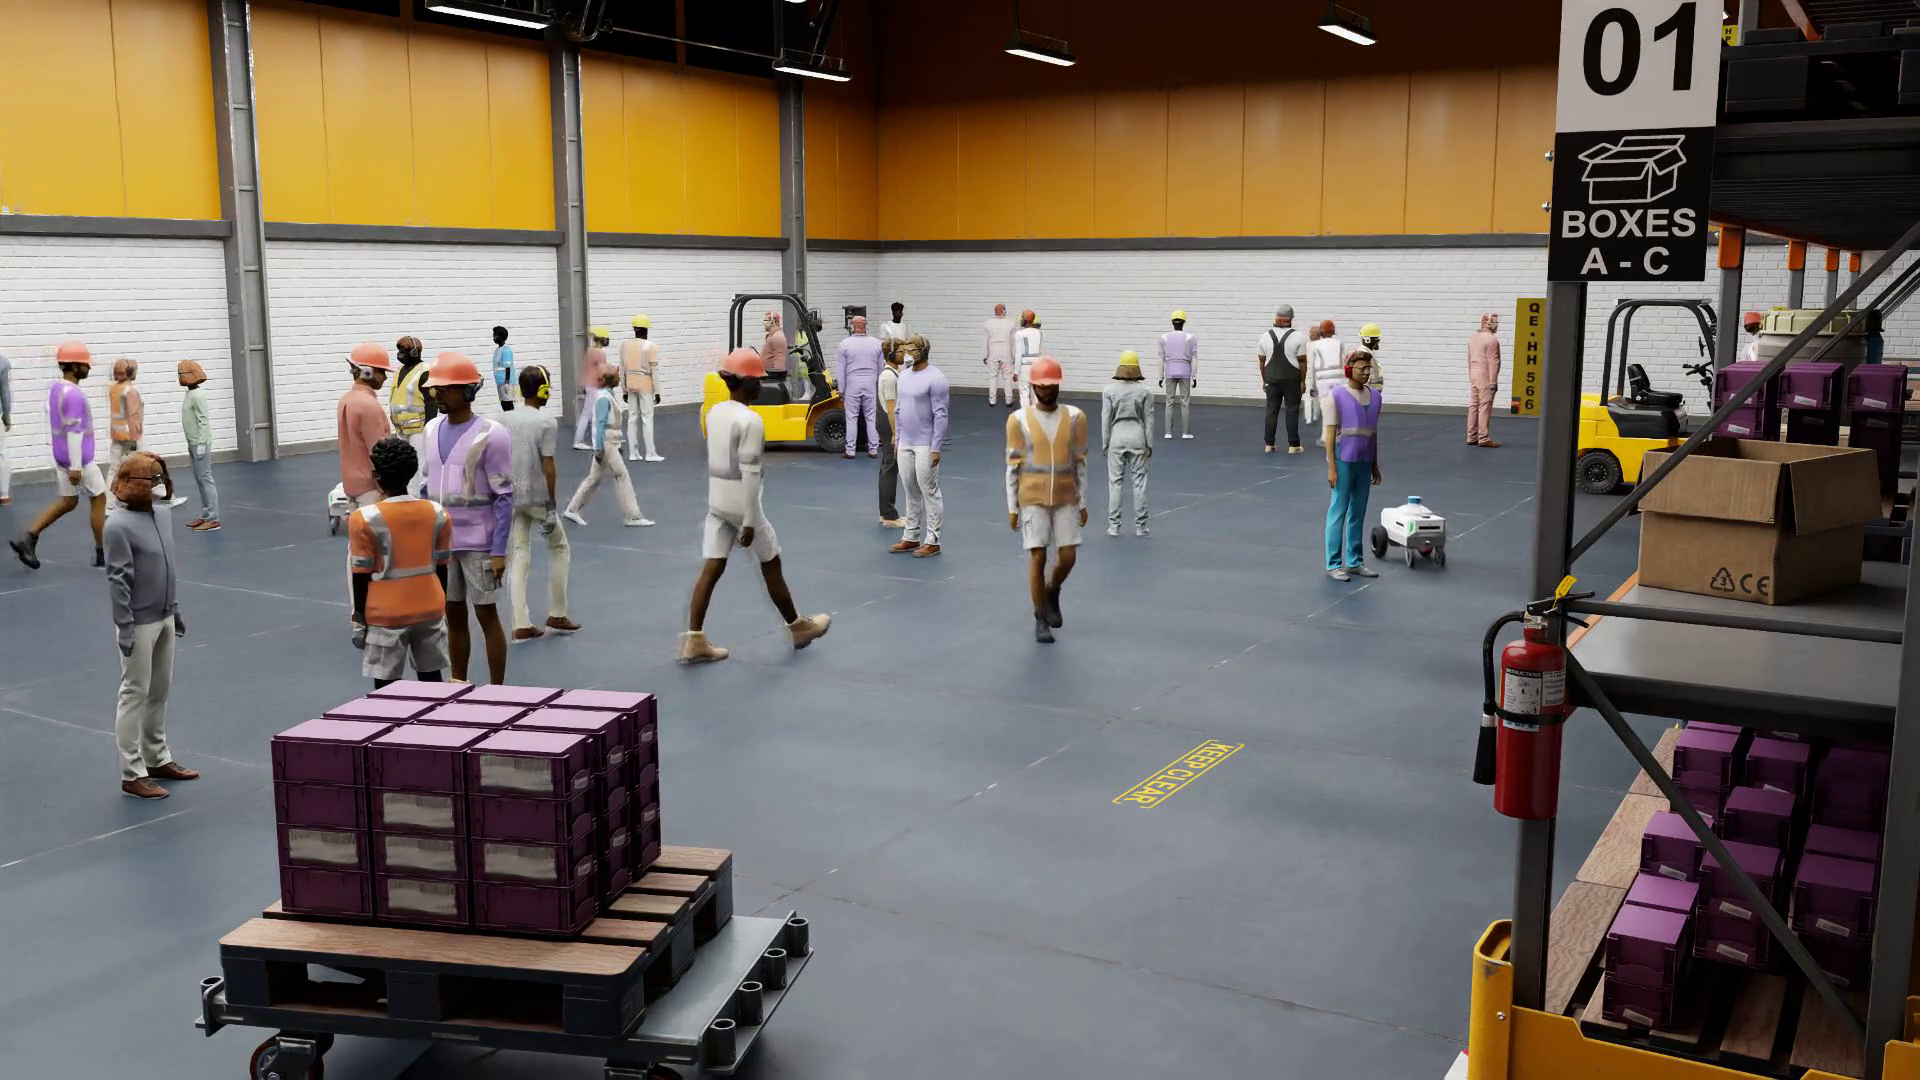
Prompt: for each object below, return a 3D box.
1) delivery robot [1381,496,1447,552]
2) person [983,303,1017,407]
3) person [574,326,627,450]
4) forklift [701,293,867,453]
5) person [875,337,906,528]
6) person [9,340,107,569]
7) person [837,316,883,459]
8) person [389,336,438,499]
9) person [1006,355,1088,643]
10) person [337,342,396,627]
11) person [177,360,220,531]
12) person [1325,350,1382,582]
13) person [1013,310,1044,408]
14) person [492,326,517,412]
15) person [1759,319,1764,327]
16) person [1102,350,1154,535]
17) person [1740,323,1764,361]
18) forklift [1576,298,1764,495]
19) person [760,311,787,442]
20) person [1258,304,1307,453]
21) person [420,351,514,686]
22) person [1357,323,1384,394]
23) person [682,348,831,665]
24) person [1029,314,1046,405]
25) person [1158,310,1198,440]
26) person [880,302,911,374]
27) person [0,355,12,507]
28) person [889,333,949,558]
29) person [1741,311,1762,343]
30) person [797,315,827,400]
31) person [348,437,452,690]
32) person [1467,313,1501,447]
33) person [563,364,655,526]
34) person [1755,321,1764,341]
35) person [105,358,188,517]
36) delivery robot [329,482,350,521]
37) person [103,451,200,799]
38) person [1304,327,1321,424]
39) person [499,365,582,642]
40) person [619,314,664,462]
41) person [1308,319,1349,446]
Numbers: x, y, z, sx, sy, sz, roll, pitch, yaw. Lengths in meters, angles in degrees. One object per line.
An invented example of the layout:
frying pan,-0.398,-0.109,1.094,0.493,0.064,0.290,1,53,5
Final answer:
delivery robot,3.857,-0.128,14.149,0.477,0.478,0.707,-1,9,-7
person,0.744,-3.407,30.713,0.648,1.904,0.401,1,9,5
person,-5.041,-2.123,23.288,0.904,1.711,0.531,-5,10,-28
forklift,-2.458,-2.344,23.176,2.313,2.155,1.214,0,9,-2
person,-0.648,-1.039,16.113,0.346,1.846,0.505,-1,9,-8
person,-7.404,-0.692,13.765,0.847,1.915,0.548,-9,13,-44
person,-1.331,-2.021,22.088,0.645,1.899,0.404,-3,10,-18
person,-5.408,-1.092,16.456,0.621,1.845,0.429,8,12,40
person,0.578,-0.276,11.118,0.561,1.918,0.460,-1,9,-8
person,-4.044,-0.360,11.441,0.393,1.985,0.611,-8,12,-39
person,-7.299,-0.901,15.913,0.269,1.632,0.505,-6,11,-34
person,3.151,-0.601,13.378,0.566,1.846,0.389,-6,11,-34
person,1.068,-2.664,26.144,0.584,1.881,0.347,-8,12,-40
person,-6.742,-2.322,24.614,0.321,1.691,0.537,-6,11,-31
person,11.866,-2.373,24.484,0.403,1.833,0.586,4,10,22
person,1.575,-0.910,15.633,0.492,1.740,0.325,1,9,5
person,10.408,-1.905,21.537,0.626,1.844,0.429,3,10,17
forklift,7.954,-1.589,18.462,2.313,2.155,1.214,5,11,30
person,-2.736,-2.387,24.339,0.407,1.906,0.655,-2,9,-10
person,4.460,-2.214,22.843,0.683,2.000,0.537,5,11,31
person,-2.690,0.003,8.994,0.605,2.045,0.381,5,10,28
person,5.175,-1.837,21.135,0.404,1.830,0.600,2,9,13
person,-1.345,-0.207,10.602,1.078,1.940,0.615,-8,12,-41
person,1.271,-3.029,28.803,0.553,1.750,0.386,8,12,42
person,3.228,-2.444,24.648,0.586,1.921,0.379,2,9,15
person,-1.135,-3.245,29.564,0.599,1.958,0.381,-4,10,-25
person,-10.216,-1.273,17.326,0.364,1.931,0.658,6,11,33
person,-0.358,-0.820,14.456,0.372,1.940,0.632,-8,12,-41
person,12.137,-2.505,25.123,0.891,1.901,0.538,3,10,17
person,-2.341,-2.603,25.954,0.636,1.821,0.638,-7,11,-36
person,-2.632,0.360,7.873,0.321,1.689,0.530,7,11,37
person,7.464,-2.267,23.606,0.400,1.903,0.644,-2,9,-12
person,-3.453,-0.912,16.100,0.875,1.597,0.527,-1,9,-8
person,11.838,-2.379,24.306,0.947,1.911,0.633,-1,9,-7
person,-8.373,-1.043,16.933,0.520,1.594,0.831,7,11,36
delivery robot,-5.811,-0.410,15.909,0.477,0.478,0.707,-2,9,-12
person,-3.834,0.388,7.863,0.267,1.632,0.507,0,9,3
person,5.790,-2.700,27.287,0.516,1.589,0.849,2,9,11
person,-2.854,-0.253,11.213,0.524,1.842,0.658,3,10,20
person,-4.163,-1.978,21.717,0.588,1.928,0.383,4,10,25
person,5.235,-2.185,23.360,0.554,1.827,0.915,-2,9,-14
